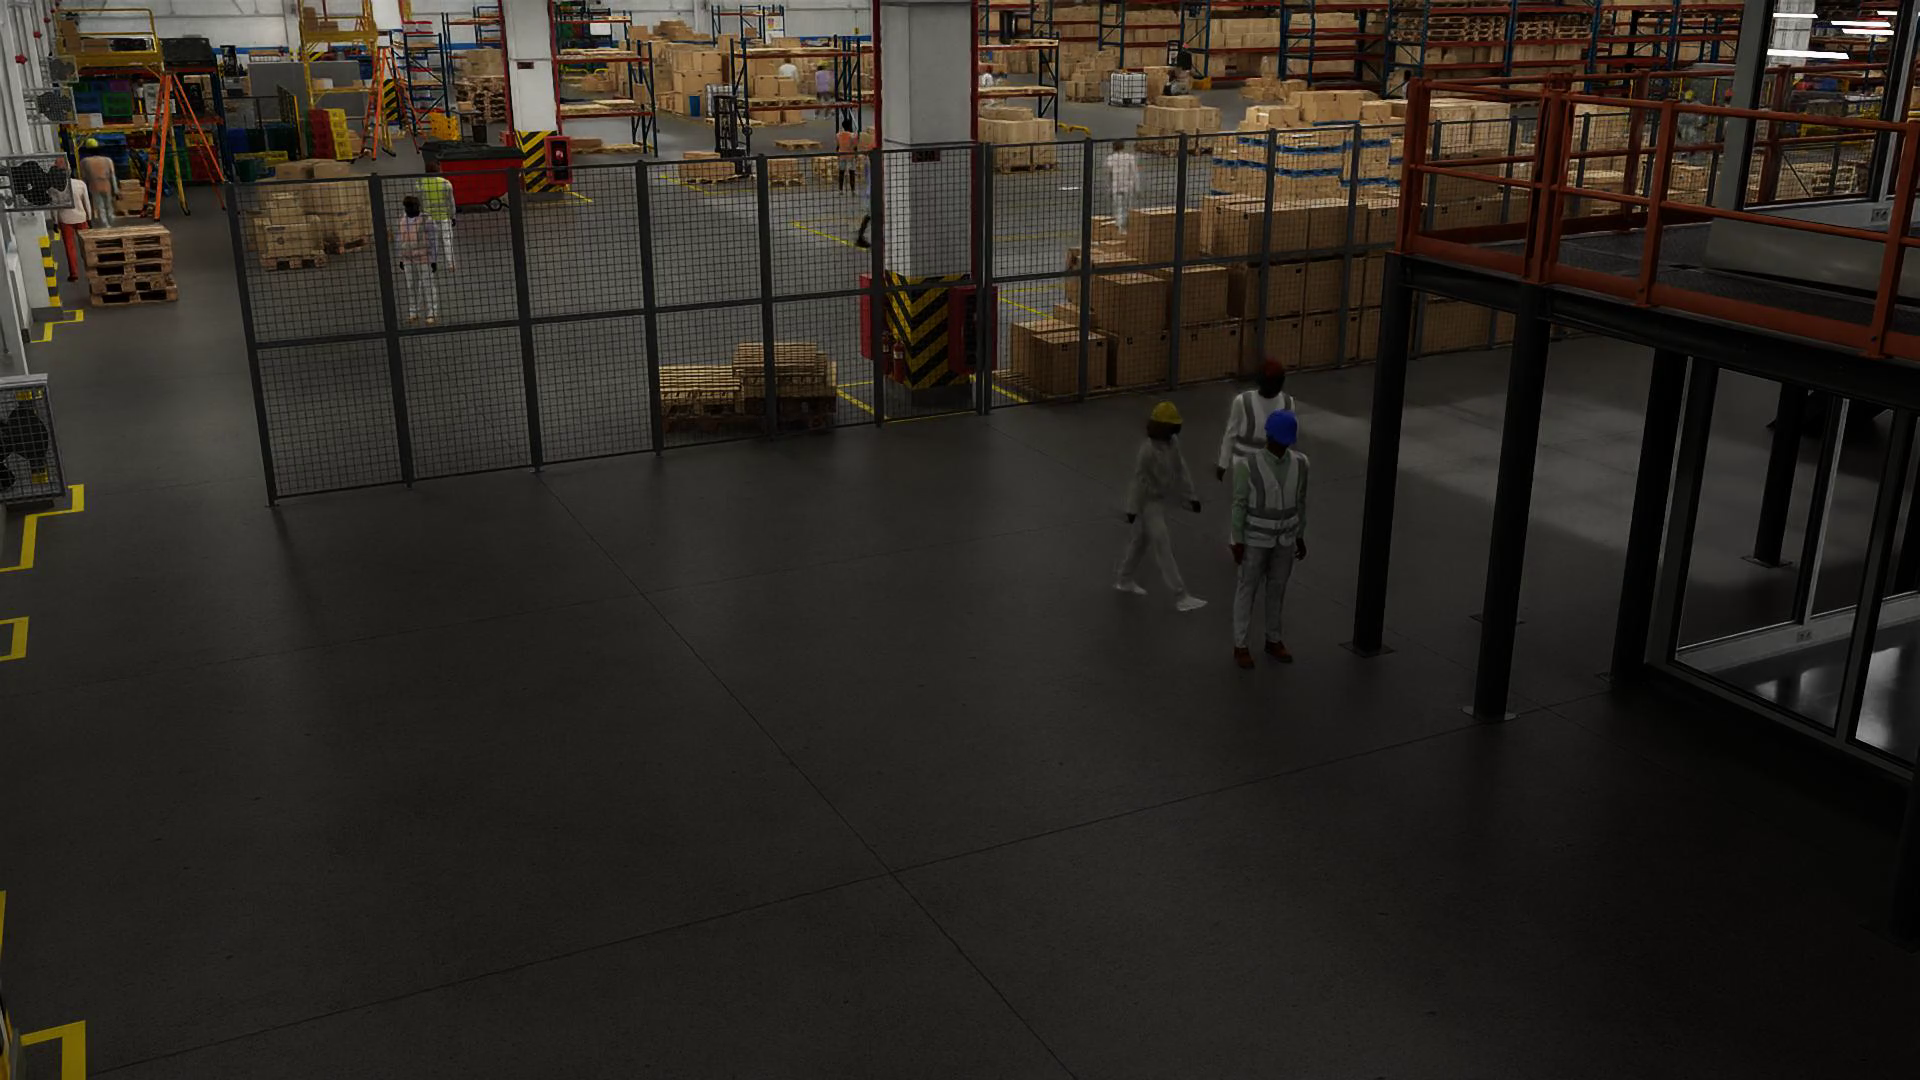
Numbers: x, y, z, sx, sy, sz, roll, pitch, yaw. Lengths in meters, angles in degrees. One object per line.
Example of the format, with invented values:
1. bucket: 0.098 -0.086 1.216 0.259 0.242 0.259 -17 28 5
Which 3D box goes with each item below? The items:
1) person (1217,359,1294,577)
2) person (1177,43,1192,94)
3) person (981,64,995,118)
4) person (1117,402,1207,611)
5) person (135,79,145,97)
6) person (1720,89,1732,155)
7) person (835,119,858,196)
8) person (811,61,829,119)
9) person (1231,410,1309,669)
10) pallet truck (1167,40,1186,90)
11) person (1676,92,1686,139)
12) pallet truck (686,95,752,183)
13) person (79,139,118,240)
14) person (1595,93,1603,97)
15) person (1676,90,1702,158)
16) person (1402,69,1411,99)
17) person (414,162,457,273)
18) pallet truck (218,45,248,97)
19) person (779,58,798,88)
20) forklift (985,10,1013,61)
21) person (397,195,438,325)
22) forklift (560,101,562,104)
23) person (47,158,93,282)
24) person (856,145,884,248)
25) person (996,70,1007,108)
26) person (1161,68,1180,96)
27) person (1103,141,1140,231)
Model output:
1. person: 2.551 -0.609 14.010 0.596 1.833 0.968 -8 20 -21
2. person: 9.039 -18.987 67.058 0.609 1.988 0.392 5 20 15
3. person: 0.955 -14.743 54.928 0.411 1.872 0.611 -6 20 -17
4. person: 1.622 -0.286 13.293 0.920 1.692 0.500 13 23 33
5. person: -25.228 -13.414 51.448 0.517 1.633 0.313 8 20 21
6. person: 20.140 -10.758 43.322 0.715 1.912 0.557 4 19 11
7. person: -2.546 -8.612 37.437 0.533 1.690 0.321 4 20 13
8. person: -4.727 -15.274 56.429 0.604 1.891 0.855 -14 23 -35
9. person: 2.259 -0.018 12.142 0.601 1.940 0.396 -6 20 -18
10. pallet truck: 9.045 -19.971 69.895 0.823 1.965 1.885 -3 19 -8
11. person: 20.082 -11.566 46.002 0.549 1.678 0.399 -11 22 -29
12. pallet truck: -5.836 -9.608 39.856 0.823 1.965 1.885 10 22 27
13. person: -16.165 -6.568 31.248 0.600 1.879 1.040 -13 23 -33
14. person: 16.471 -10.601 42.962 0.528 1.851 0.698 -4 19 -12
15. person: 19.563 -11.167 44.682 0.634 1.794 0.519 16 24 38
16. person: 13.849 -13.588 51.513 0.372 1.916 0.596 2 19 6
17. person: -8.783 -5.411 27.922 0.634 1.842 0.429 -6 20 -16
18. pallet truck: -28.879 -18.665 66.111 0.823 1.965 1.885 -3 19 -9
19. person: -6.091 -16.208 59.171 0.647 1.895 1.040 1 19 2
20. forklift: 2.291 -25.321 84.071 1.873 2.768 1.129 -9 21 -25
21. person: -7.797 -4.019 23.889 0.619 1.845 0.430 5 20 14
22. forklift: -15.939 -17.585 61.645 1.873 2.768 1.129 -9 21 -25
23. person: -14.489 -5.218 27.134 0.623 1.991 0.382 -18 26 -42
24. person: -1.470 -6.263 30.330 1.000 1.884 0.553 6 20 18
25. person: 1.375 -14.926 55.808 0.362 1.626 0.524 -4 19 -12
26. person: 6.342 -13.250 50.348 0.535 2.000 0.703 -7 20 -20
27. person: 3.036 -6.562 31.219 0.699 1.867 0.995 2 19 5
